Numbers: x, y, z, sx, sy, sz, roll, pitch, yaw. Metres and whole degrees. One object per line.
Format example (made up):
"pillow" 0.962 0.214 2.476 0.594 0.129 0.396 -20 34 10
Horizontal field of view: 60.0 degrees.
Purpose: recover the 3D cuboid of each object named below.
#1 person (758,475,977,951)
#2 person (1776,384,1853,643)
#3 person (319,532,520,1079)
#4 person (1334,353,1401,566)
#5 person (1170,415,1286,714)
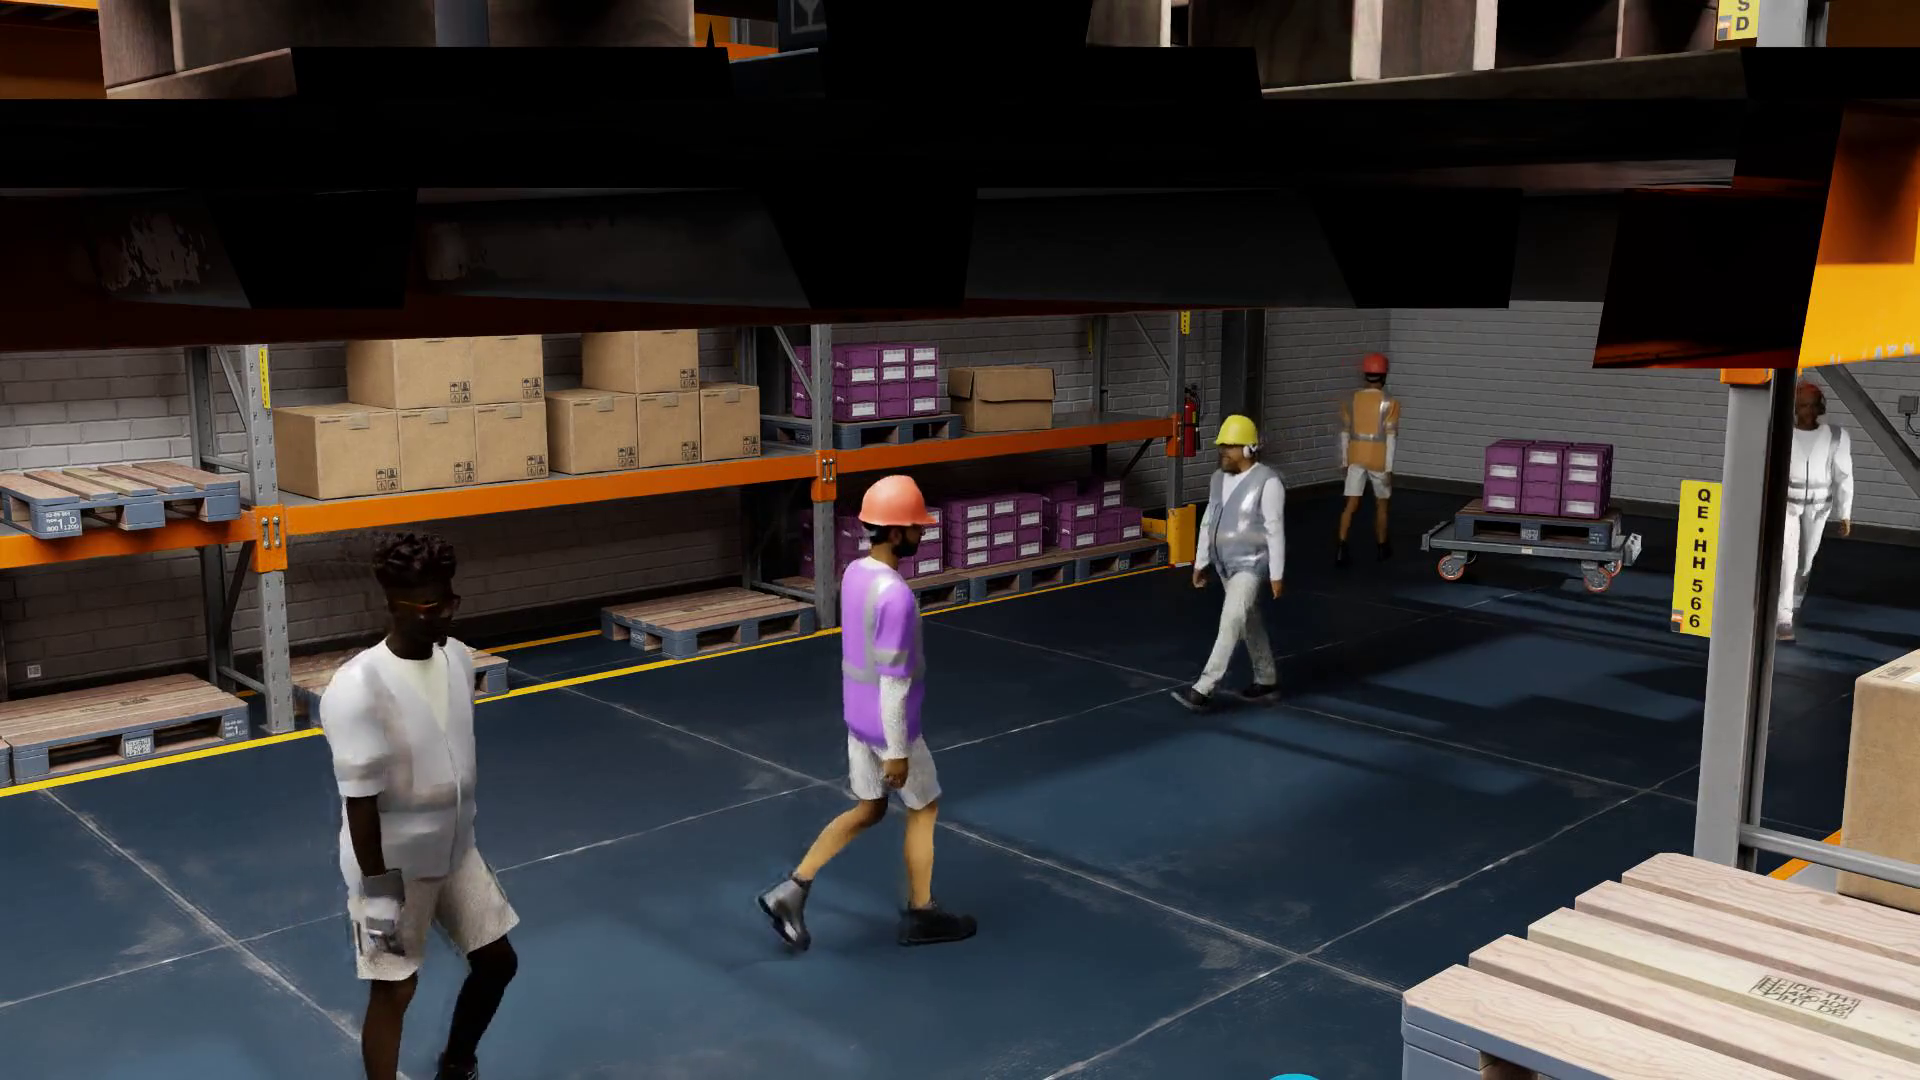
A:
"person" -0.351 0.696 6.456 0.823 1.912 0.551 -4 11 -24
"person" 6.110 -0.219 12.071 0.586 1.831 1.002 3 10 17
"person" -1.587 0.939 4.930 0.534 1.947 0.622 5 11 26
"person" 3.602 -0.709 14.761 0.559 1.894 0.991 7 12 36
"person" 1.606 0.145 10.027 0.922 1.783 0.615 -5 11 -28
